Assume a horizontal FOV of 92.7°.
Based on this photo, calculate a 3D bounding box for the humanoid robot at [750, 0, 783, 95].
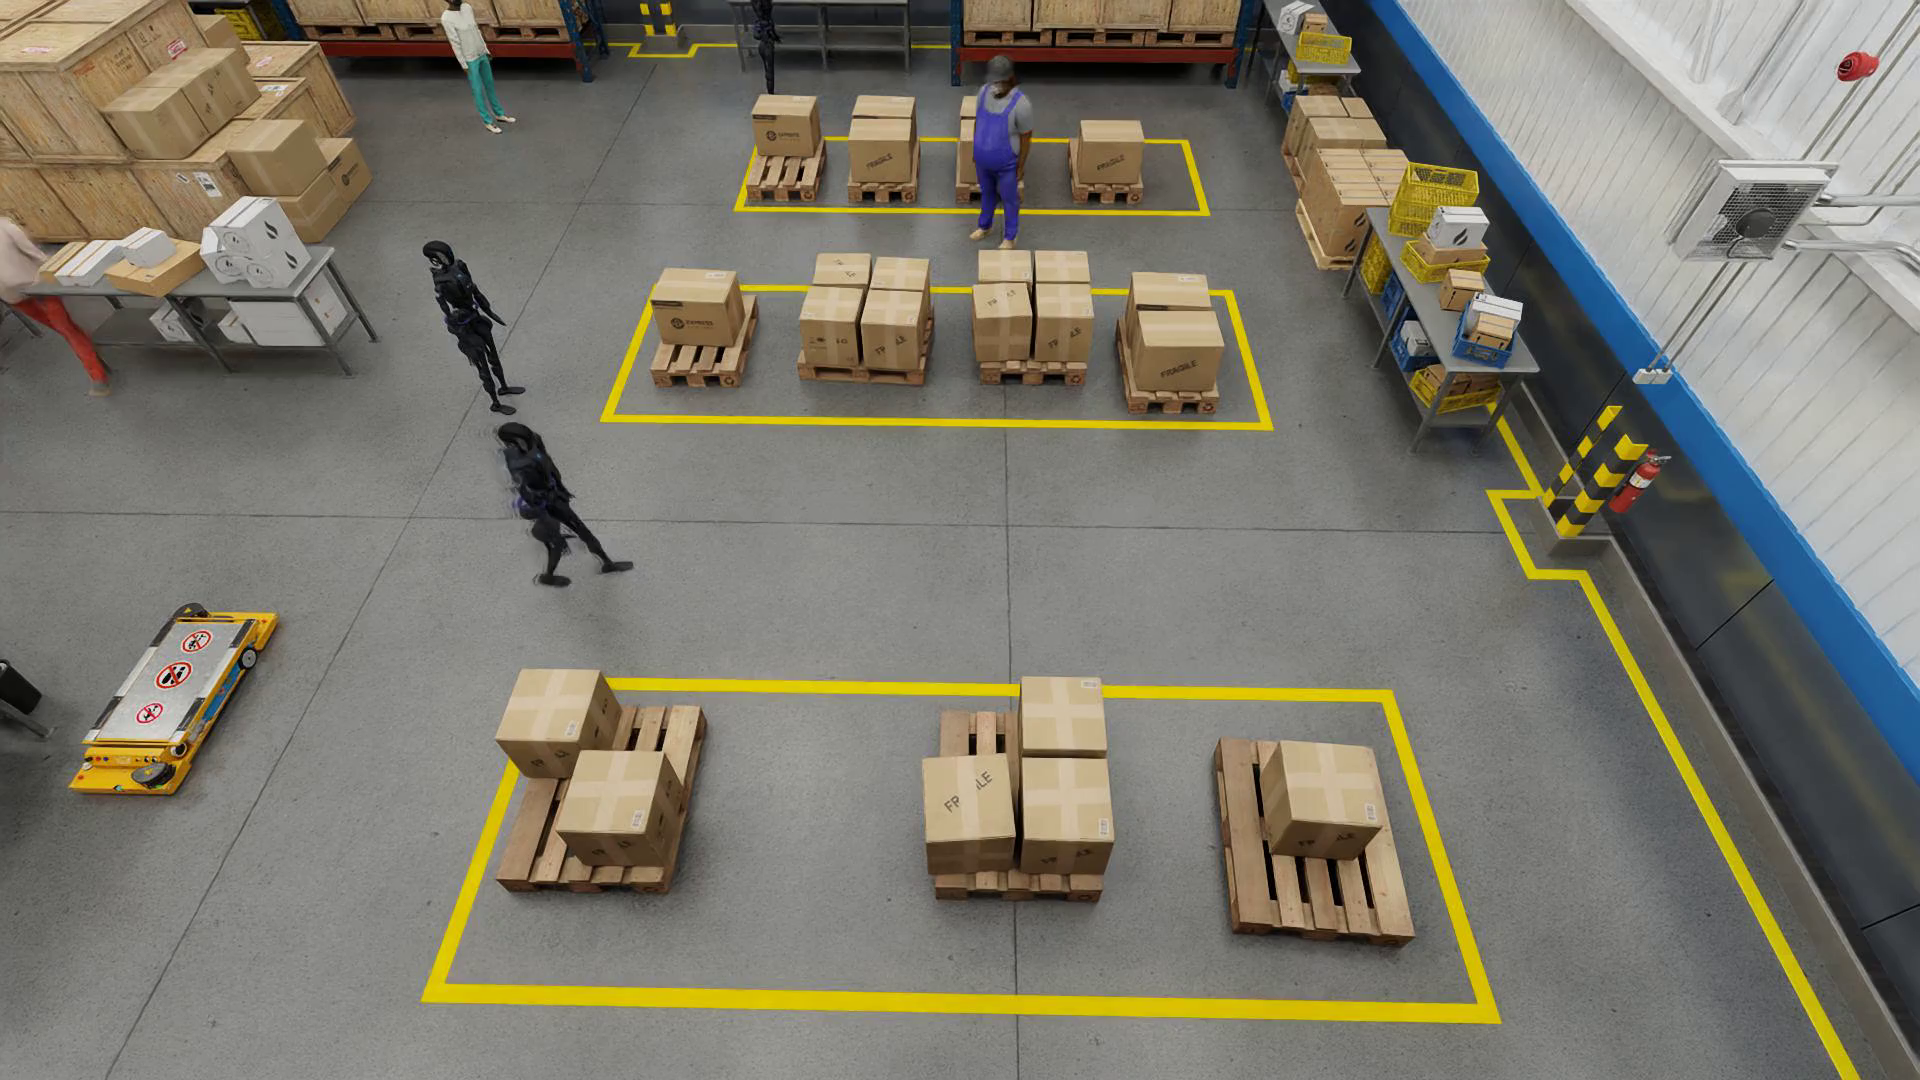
[{"bbox_3d":[-2.512,-6.570,11.994,0.327,1.657,0.589,1,50,0],"label":"humanoid robot"}]

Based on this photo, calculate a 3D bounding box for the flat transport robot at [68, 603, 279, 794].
[{"bbox_3d":[-5.504,1.072,6.442,0.652,0.197,1.431,1,50,1],"label":"flat transport robot"}]

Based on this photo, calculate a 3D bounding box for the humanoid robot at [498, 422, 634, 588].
[{"bbox_3d":[-2.984,-0.227,6.662,0.700,1.626,0.592,1,50,1],"label":"humanoid robot"}]

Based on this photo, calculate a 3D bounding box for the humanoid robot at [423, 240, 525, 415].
[{"bbox_3d":[-4.232,-1.854,8.002,0.327,1.660,0.589,1,50,0],"label":"humanoid robot"}]

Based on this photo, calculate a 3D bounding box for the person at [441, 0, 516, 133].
[{"bbox_3d":[-6.097,-6.076,11.526,0.314,1.767,0.534,13,51,11],"label":"person"}]

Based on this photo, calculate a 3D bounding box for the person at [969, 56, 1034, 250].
[{"bbox_3d":[0.383,-4.014,9.604,0.690,2.000,0.538,33,57,25],"label":"person"}]

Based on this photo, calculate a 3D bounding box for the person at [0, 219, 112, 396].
[{"bbox_3d":[-8.348,-2.205,8.144,0.618,1.928,1.061,-21,53,-17],"label":"person"}]
